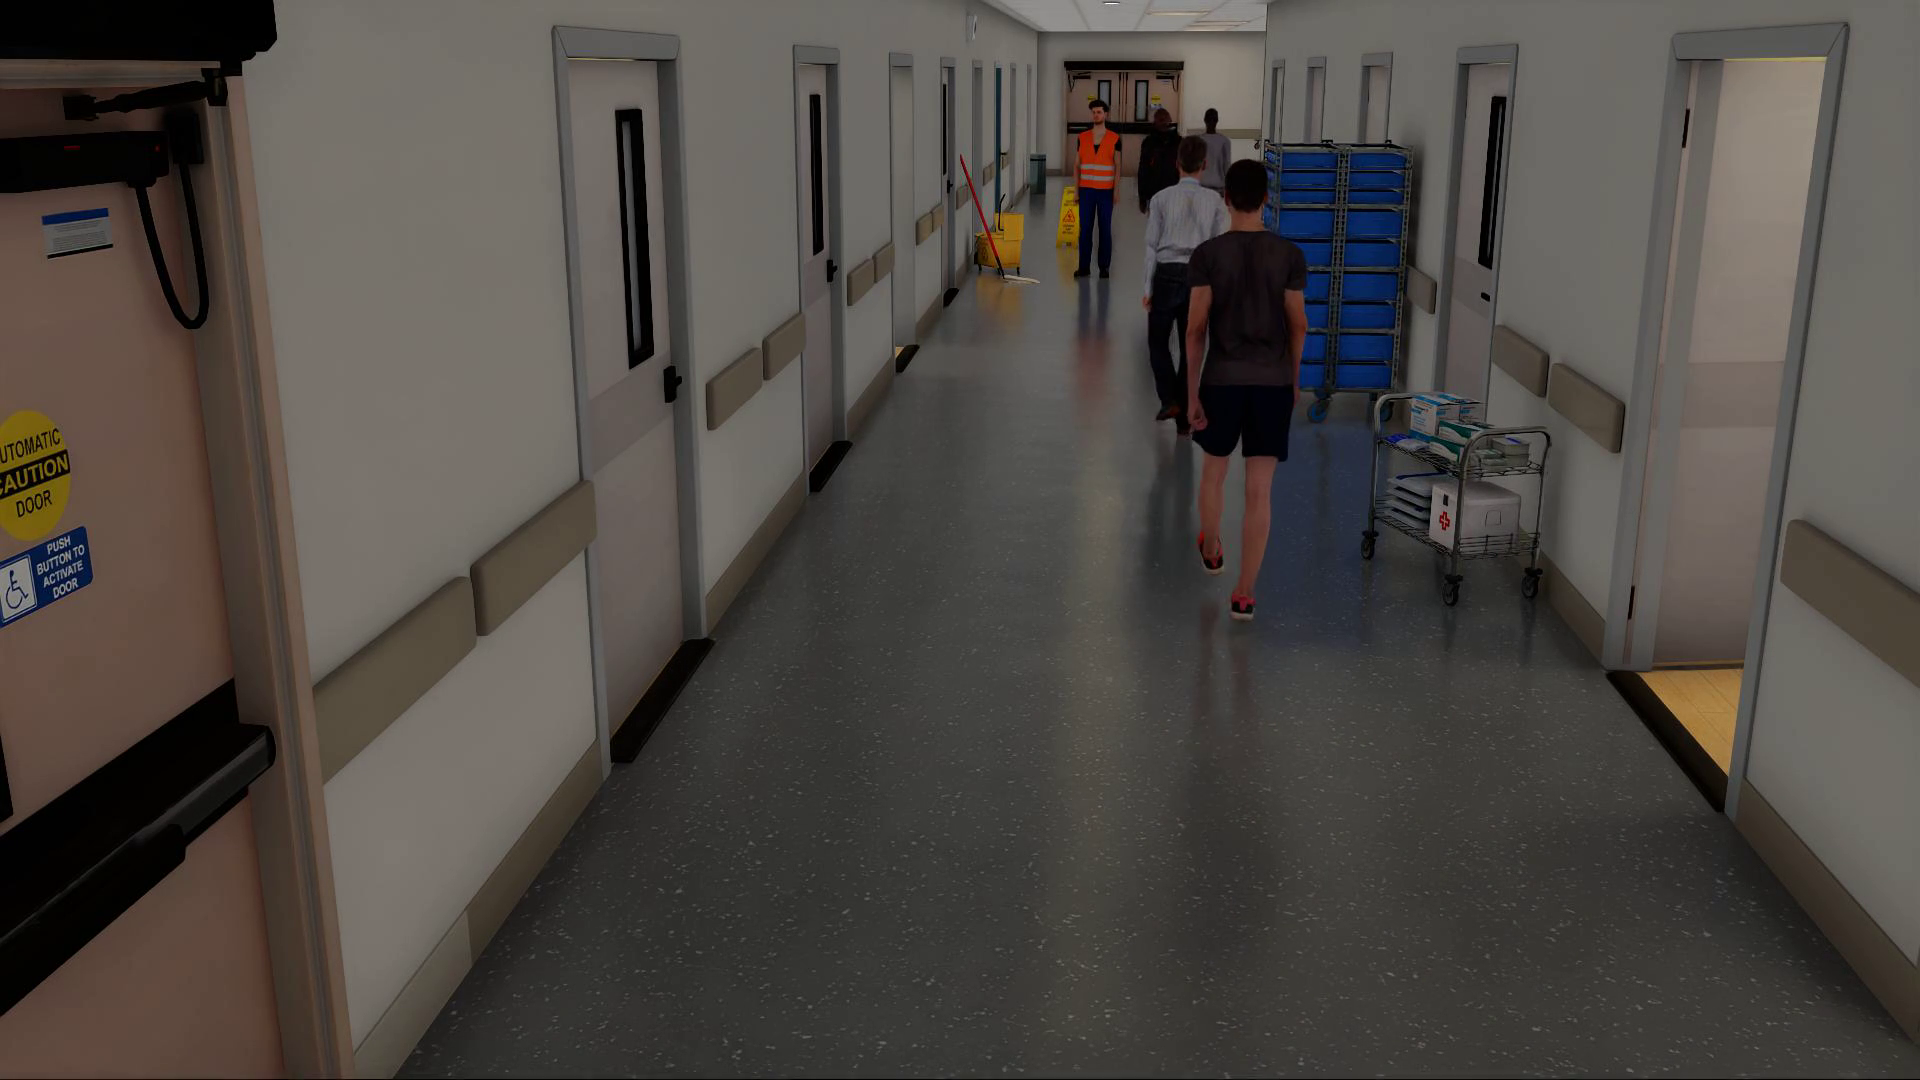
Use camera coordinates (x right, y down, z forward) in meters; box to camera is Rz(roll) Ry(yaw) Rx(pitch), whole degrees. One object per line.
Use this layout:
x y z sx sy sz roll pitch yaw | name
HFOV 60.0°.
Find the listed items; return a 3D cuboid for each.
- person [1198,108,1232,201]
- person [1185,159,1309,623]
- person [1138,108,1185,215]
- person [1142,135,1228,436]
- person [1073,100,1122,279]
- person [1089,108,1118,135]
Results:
2.889 -4.072 19.265 0.731 1.744 1.050 4 16 14 | person
1.157 -0.559 6.691 0.666 1.805 1.153 2 16 6 | person
2.170 -3.656 17.705 0.918 1.789 1.262 -2 16 -6 | person
1.358 -1.532 10.137 0.669 1.807 0.652 1 16 2 | person
1.492 -3.830 18.137 0.724 1.889 0.684 4 16 15 | person
2.240 -5.944 26.066 0.666 1.655 0.679 -2 16 -7 | person
